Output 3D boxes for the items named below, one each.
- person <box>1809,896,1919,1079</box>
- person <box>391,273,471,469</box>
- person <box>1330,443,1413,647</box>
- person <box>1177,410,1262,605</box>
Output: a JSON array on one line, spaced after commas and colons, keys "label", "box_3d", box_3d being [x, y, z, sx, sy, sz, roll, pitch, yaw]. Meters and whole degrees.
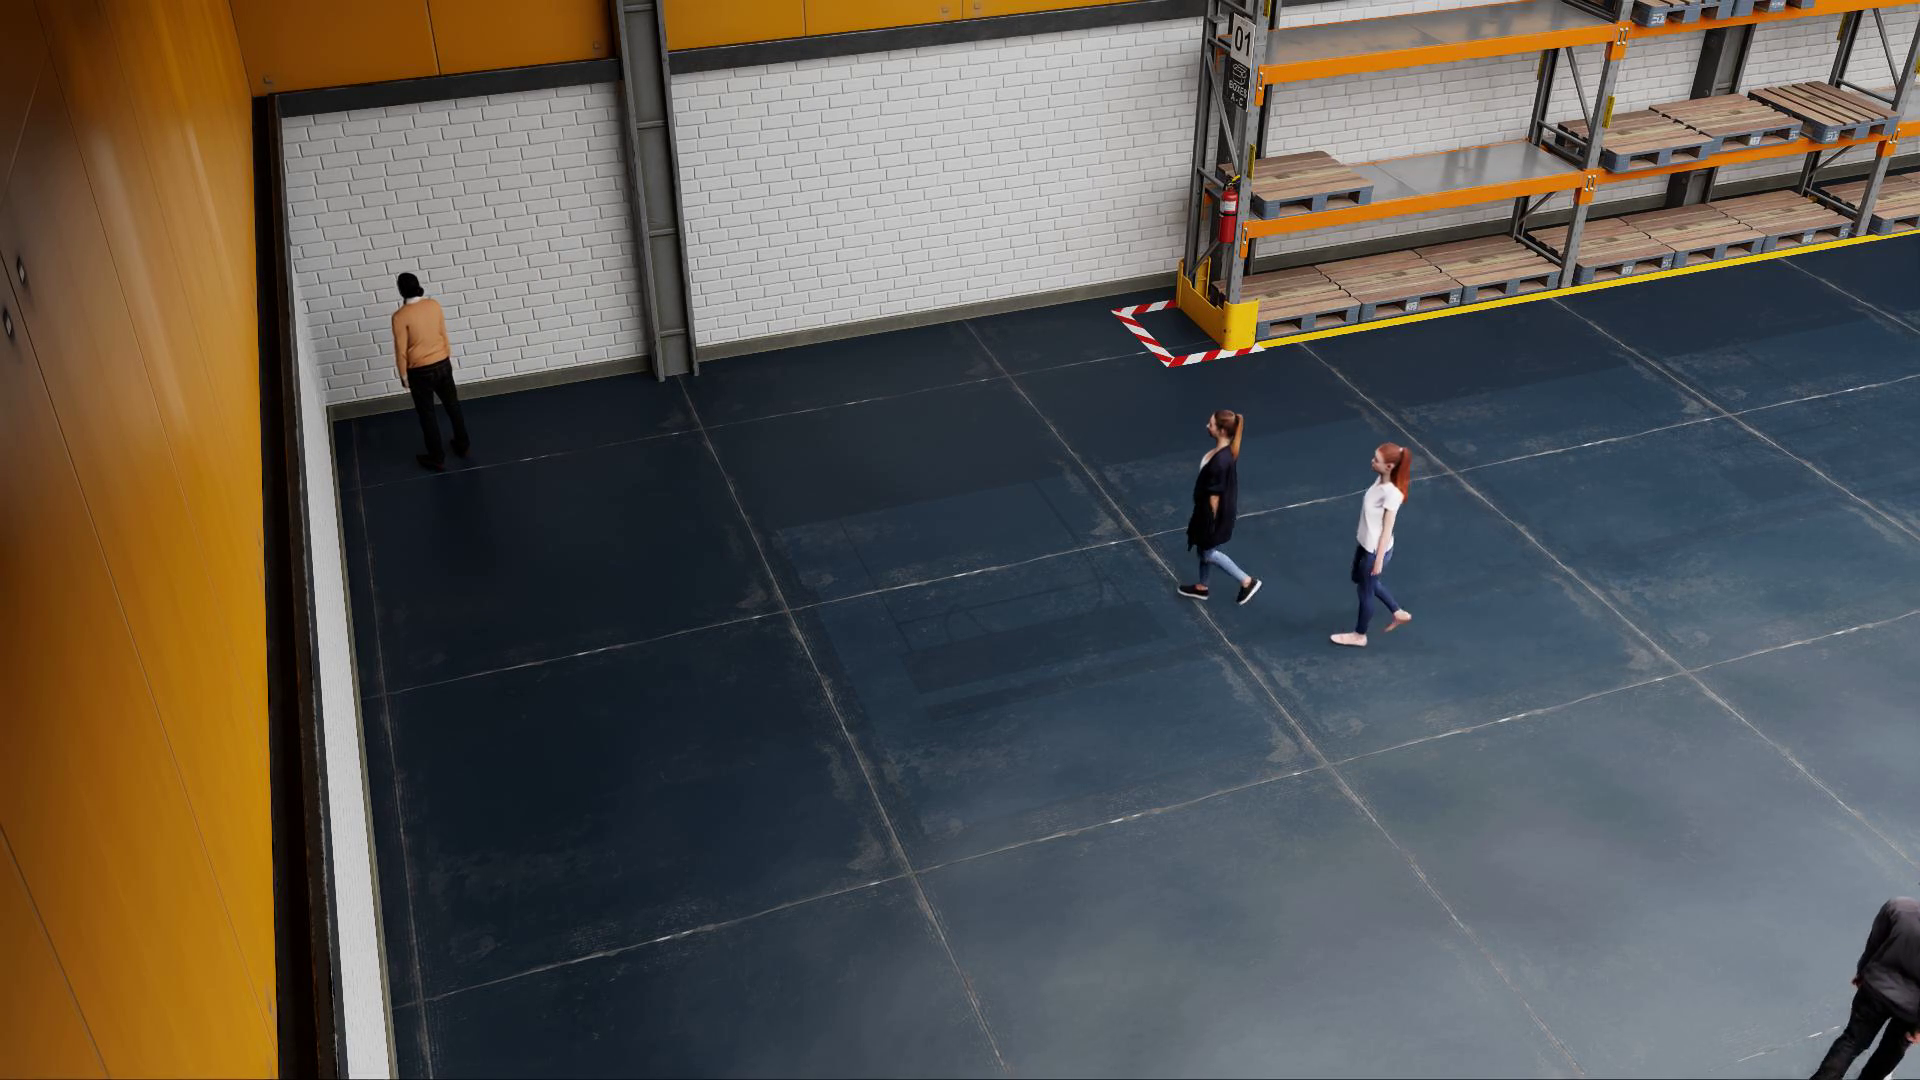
[{"label": "person", "box_3d": [4.747, 2.380, 8.502, 1.118, 1.738, 0.804, -22, 39, -29]}, {"label": "person", "box_3d": [-4.563, -1.470, 14.284, 0.809, 1.748, 0.691, 24, 40, 31]}, {"label": "person", "box_3d": [3.092, 0.060, 11.999, 0.901, 1.731, 0.786, 6, 34, 9]}, {"label": "person", "box_3d": [1.996, -0.207, 12.456, 0.997, 1.669, 0.911, 11, 35, 16]}]
